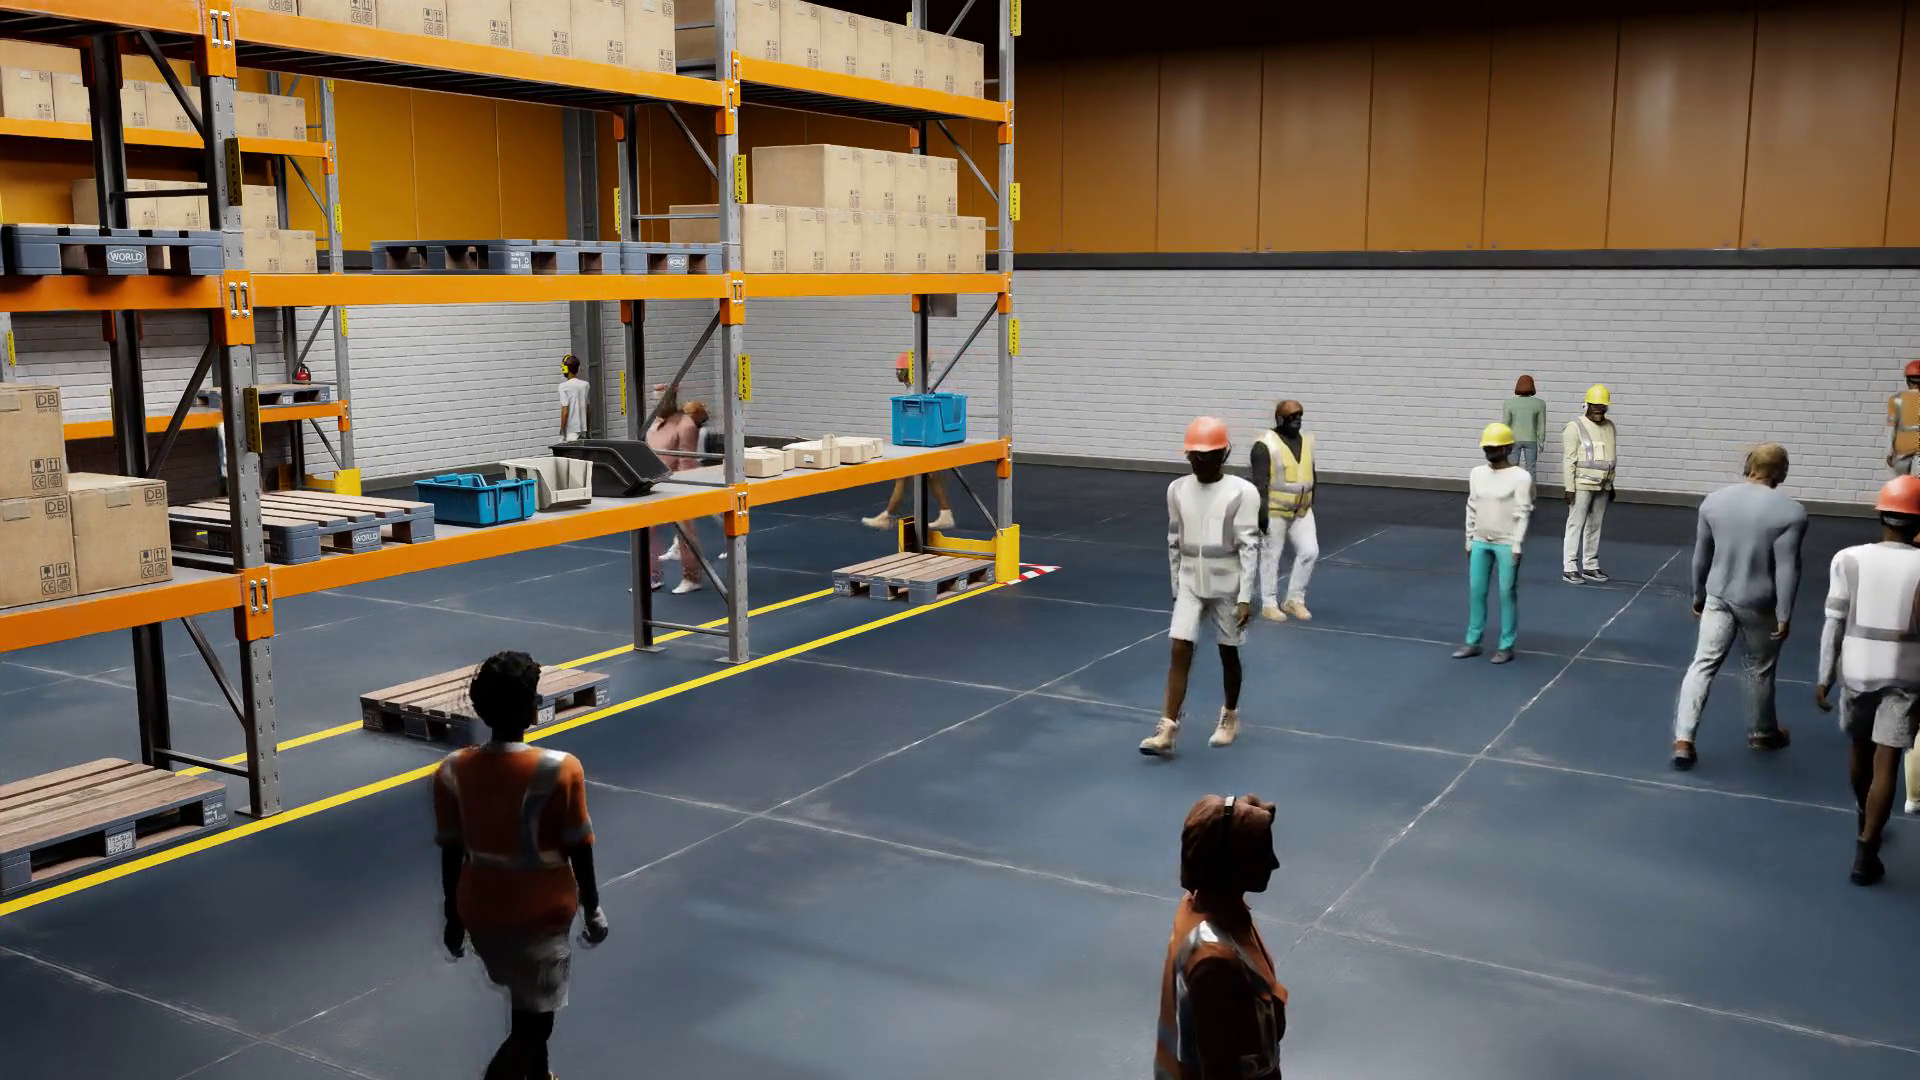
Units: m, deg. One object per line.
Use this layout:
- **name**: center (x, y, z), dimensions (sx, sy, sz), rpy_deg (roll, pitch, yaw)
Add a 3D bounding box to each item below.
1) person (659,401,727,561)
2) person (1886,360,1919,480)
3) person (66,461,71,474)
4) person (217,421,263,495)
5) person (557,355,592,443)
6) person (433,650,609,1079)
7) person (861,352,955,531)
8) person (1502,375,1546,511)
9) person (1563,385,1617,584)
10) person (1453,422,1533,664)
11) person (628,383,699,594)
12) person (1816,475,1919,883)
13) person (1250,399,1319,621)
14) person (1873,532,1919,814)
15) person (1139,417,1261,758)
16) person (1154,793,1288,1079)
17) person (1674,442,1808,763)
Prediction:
- **person**: center (-2.574, -0.588, 16.488), dimensions (0.844, 1.592, 0.513), rpy_deg (-6, 11, -32)
- **person**: center (10.483, -1.029, 18.293), dimensions (0.556, 1.904, 0.932), rpy_deg (6, 11, 34)
- **person**: center (-7.133, -0.146, 12.959), dimensions (0.627, 1.843, 0.429), rpy_deg (5, 10, 27)
- **person**: center (-7.277, -0.648, 16.757), dimensions (0.532, 1.623, 0.425), rpy_deg (5, 10, 26)
- **person**: center (-4.639, -1.287, 19.990), dimensions (0.310, 1.868, 0.534), rpy_deg (5, 11, 30)
- **person**: center (-1.424, 1.180, 5.216), dimensions (0.529, 1.670, 0.810), rpy_deg (4, 10, 23)
- **person**: center (-0.540, -1.079, 18.344), dimensions (1.064, 1.981, 0.631), rpy_deg (-1, 9, -3)
- **person**: center (6.734, -1.157, 19.907), dimensions (0.509, 1.631, 0.266), rpy_deg (2, 9, 11)
- **person**: center (5.802, -0.513, 15.278), dimensions (0.603, 1.828, 0.404), rpy_deg (-4, 10, -26)
- **person**: center (3.908, 0.024, 12.137), dimensions (0.320, 1.768, 0.529), rpy_deg (-8, 12, -39)
- **person**: center (-2.621, -0.433, 14.636), dimensions (0.658, 1.880, 0.743), rpy_deg (8, 12, 41)
- **person**: center (4.463, 0.633, 7.973), dimensions (0.574, 1.881, 1.001), rpy_deg (8, 12, 40)
- **person**: center (2.667, -0.228, 13.511), dimensions (0.659, 1.823, 0.543), rpy_deg (-5, 10, -27)
- **person**: center (5.035, 0.623, 8.799), dimensions (0.266, 1.631, 0.507), rpy_deg (-5, 10, -29)
- **person**: center (1.421, 0.293, 9.707), dimensions (0.637, 1.994, 0.995), rpy_deg (6, 11, 32)
- **person**: center (0.612, 1.396, 3.957), dimensions (0.306, 1.639, 0.523), rpy_deg (1, 9, 6)
- **person**: center (4.532, 0.369, 9.669), dimensions (1.061, 1.876, 0.674), rpy_deg (-7, 12, -39)
